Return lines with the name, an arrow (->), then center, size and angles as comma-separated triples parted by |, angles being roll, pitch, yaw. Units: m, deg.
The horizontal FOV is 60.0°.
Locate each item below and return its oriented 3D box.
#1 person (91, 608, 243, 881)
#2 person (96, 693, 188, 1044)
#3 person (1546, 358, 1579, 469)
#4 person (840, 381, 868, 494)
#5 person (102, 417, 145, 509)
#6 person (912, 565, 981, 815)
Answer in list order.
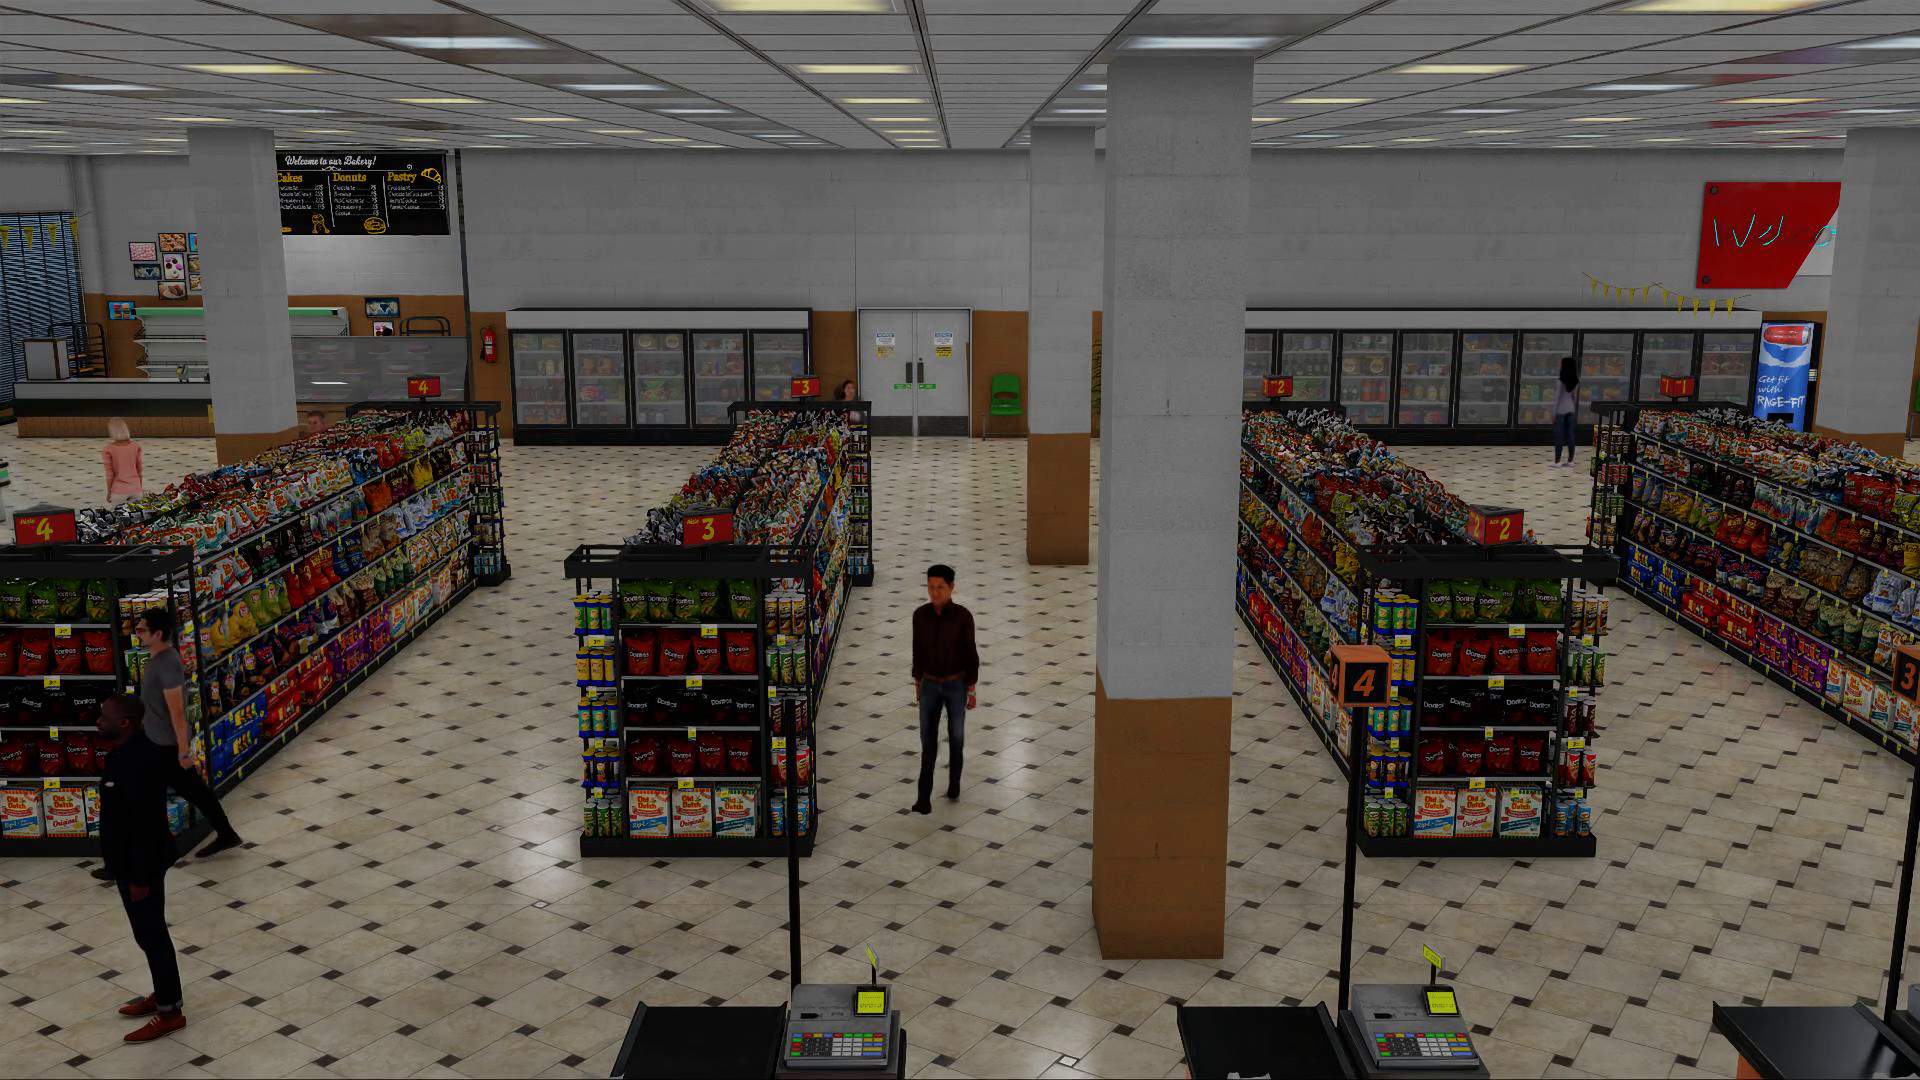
person -> -4.984, 1.279, 10.657 | 1.044, 1.715, 1.152 | -7, 14, -29
person -> -4.225, 1.664, 8.582 | 0.848, 1.818, 0.723 | -7, 14, -30
person -> 9.543, -2.007, 26.220 | 0.676, 1.733, 0.665 | -5, 13, -24
person -> -1.570, -1.436, 23.718 | 0.927, 1.647, 1.143 | -6, 13, -27
person -> -9.790, -0.590, 19.514 | 0.740, 1.724, 0.657 | 9, 15, 38
person -> -0.078, 1.036, 11.776 | 0.851, 1.731, 1.143 | 3, 12, 13
